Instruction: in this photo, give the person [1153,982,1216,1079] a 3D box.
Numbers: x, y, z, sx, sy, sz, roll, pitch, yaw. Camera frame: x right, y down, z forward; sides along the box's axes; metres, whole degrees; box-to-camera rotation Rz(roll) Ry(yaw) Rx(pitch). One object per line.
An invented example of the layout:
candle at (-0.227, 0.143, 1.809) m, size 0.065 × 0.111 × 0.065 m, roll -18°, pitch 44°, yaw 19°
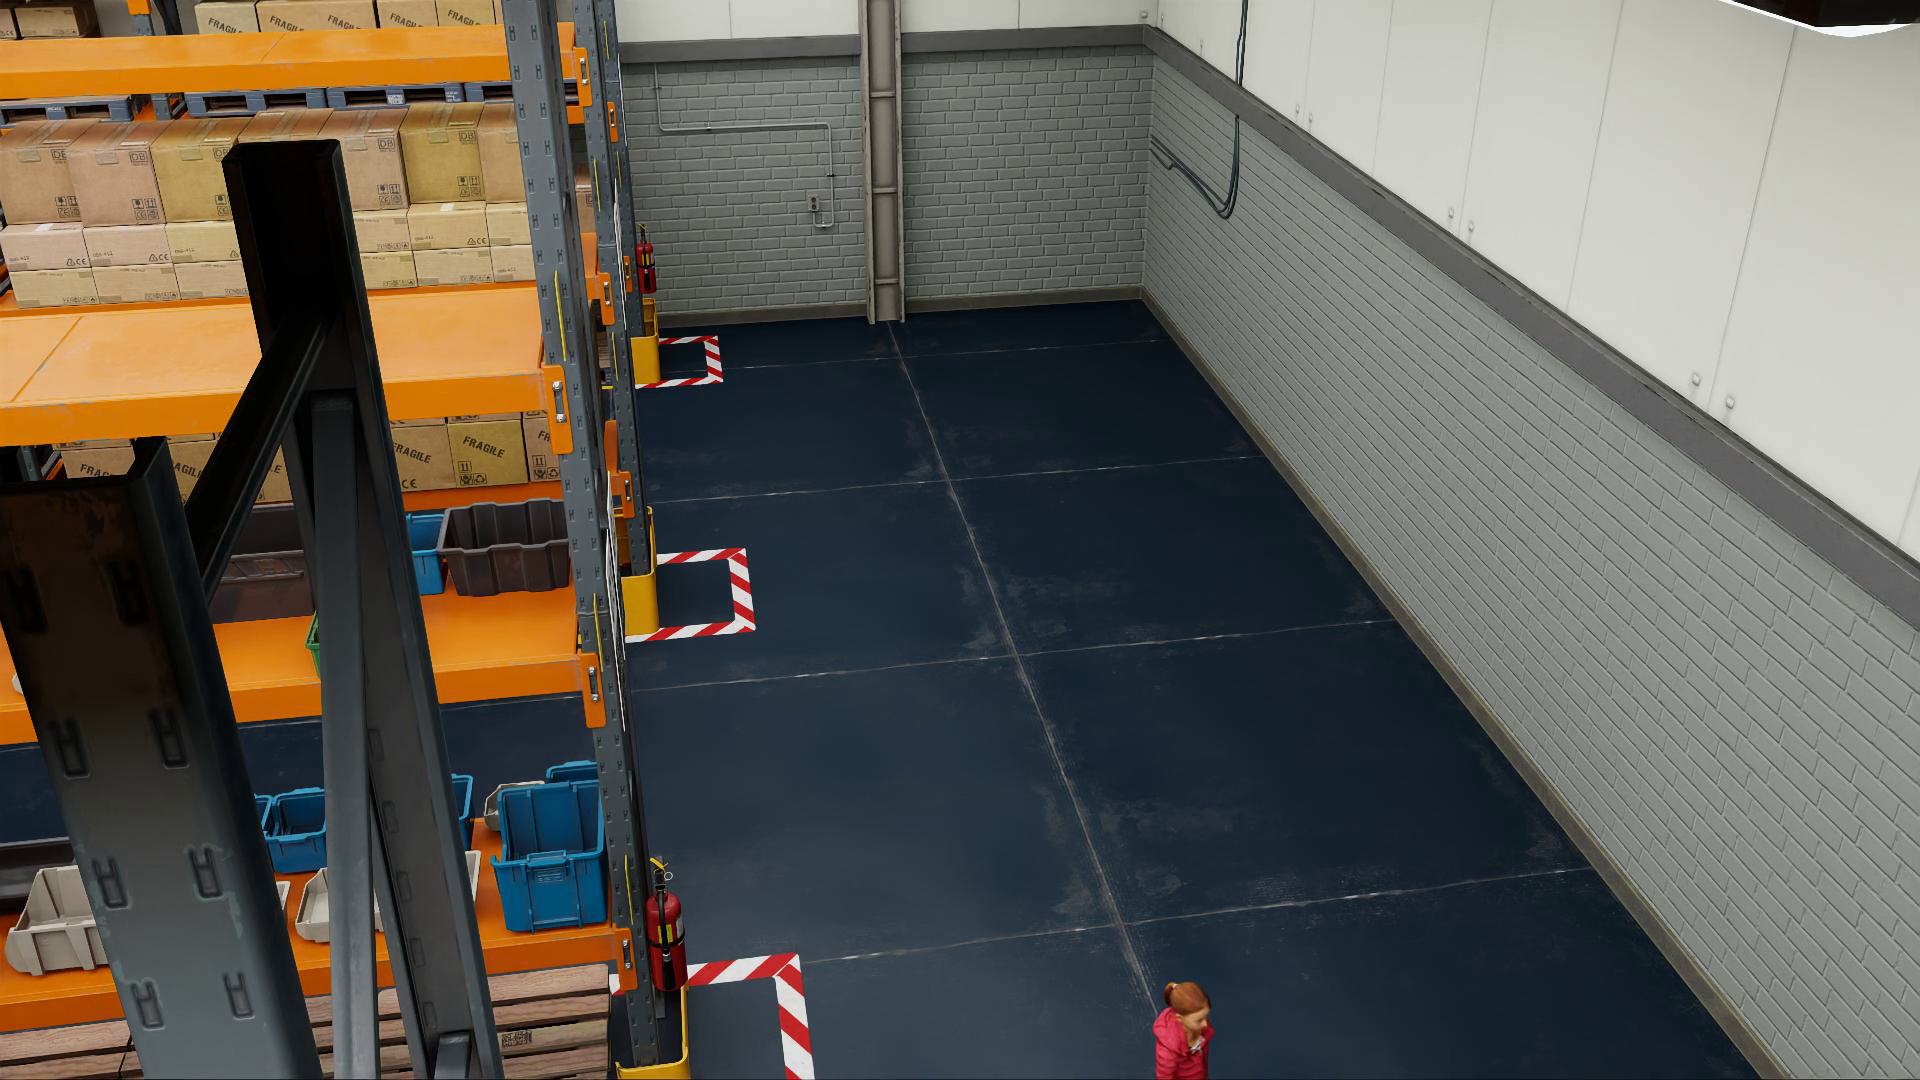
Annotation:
person at (1.004, 2.560, 7.687) m, size 0.658 × 1.316 × 0.584 m, roll 23°, pitch 36°, yaw 37°
